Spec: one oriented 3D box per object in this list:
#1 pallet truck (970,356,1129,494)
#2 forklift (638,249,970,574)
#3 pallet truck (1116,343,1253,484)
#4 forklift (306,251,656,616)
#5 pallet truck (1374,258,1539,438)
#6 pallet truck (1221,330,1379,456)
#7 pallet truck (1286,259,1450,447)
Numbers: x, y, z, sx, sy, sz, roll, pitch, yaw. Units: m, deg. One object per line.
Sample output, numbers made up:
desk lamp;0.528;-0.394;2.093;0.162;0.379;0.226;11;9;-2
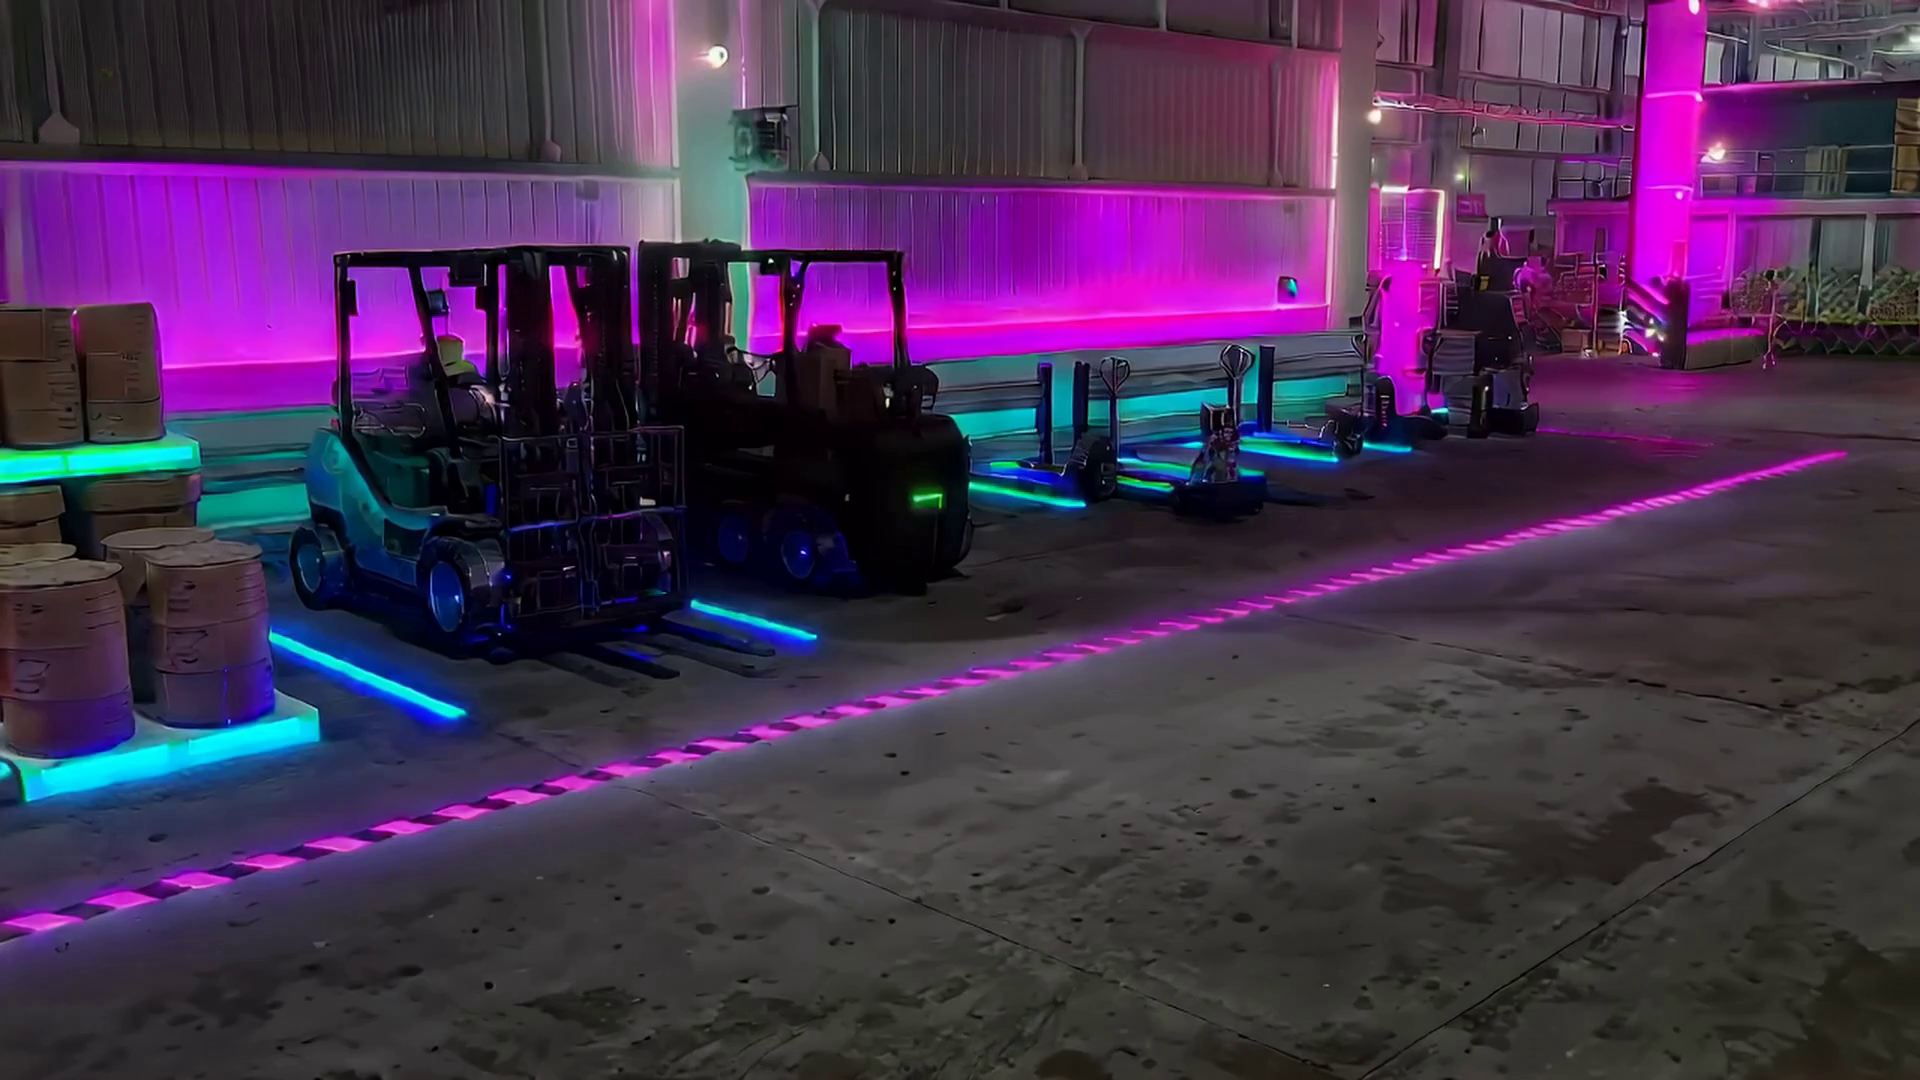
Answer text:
pallet truck;0.784;-1.085;14.876;0.680;1.201;1.601;-10;14;-44
forklift;-1.173;-0.958;11.239;2.680;1.987;1.157;10;14;43
pallet truck;1.962;-1.215;15.415;1.522;1.261;0.704;10;14;43
forklift;-2.833;-0.669;9.694;1.157;1.987;2.680;-10;14;-44
pallet truck;5.704;-2.208;18.901;1.885;1.965;0.823;10;14;43
pallet truck;3.563;-1.581;17.381;0.653;1.274;1.630;-10;14;-44
pallet truck;4.493;-2.078;18.196;0.823;1.965;1.885;-9;14;-40
